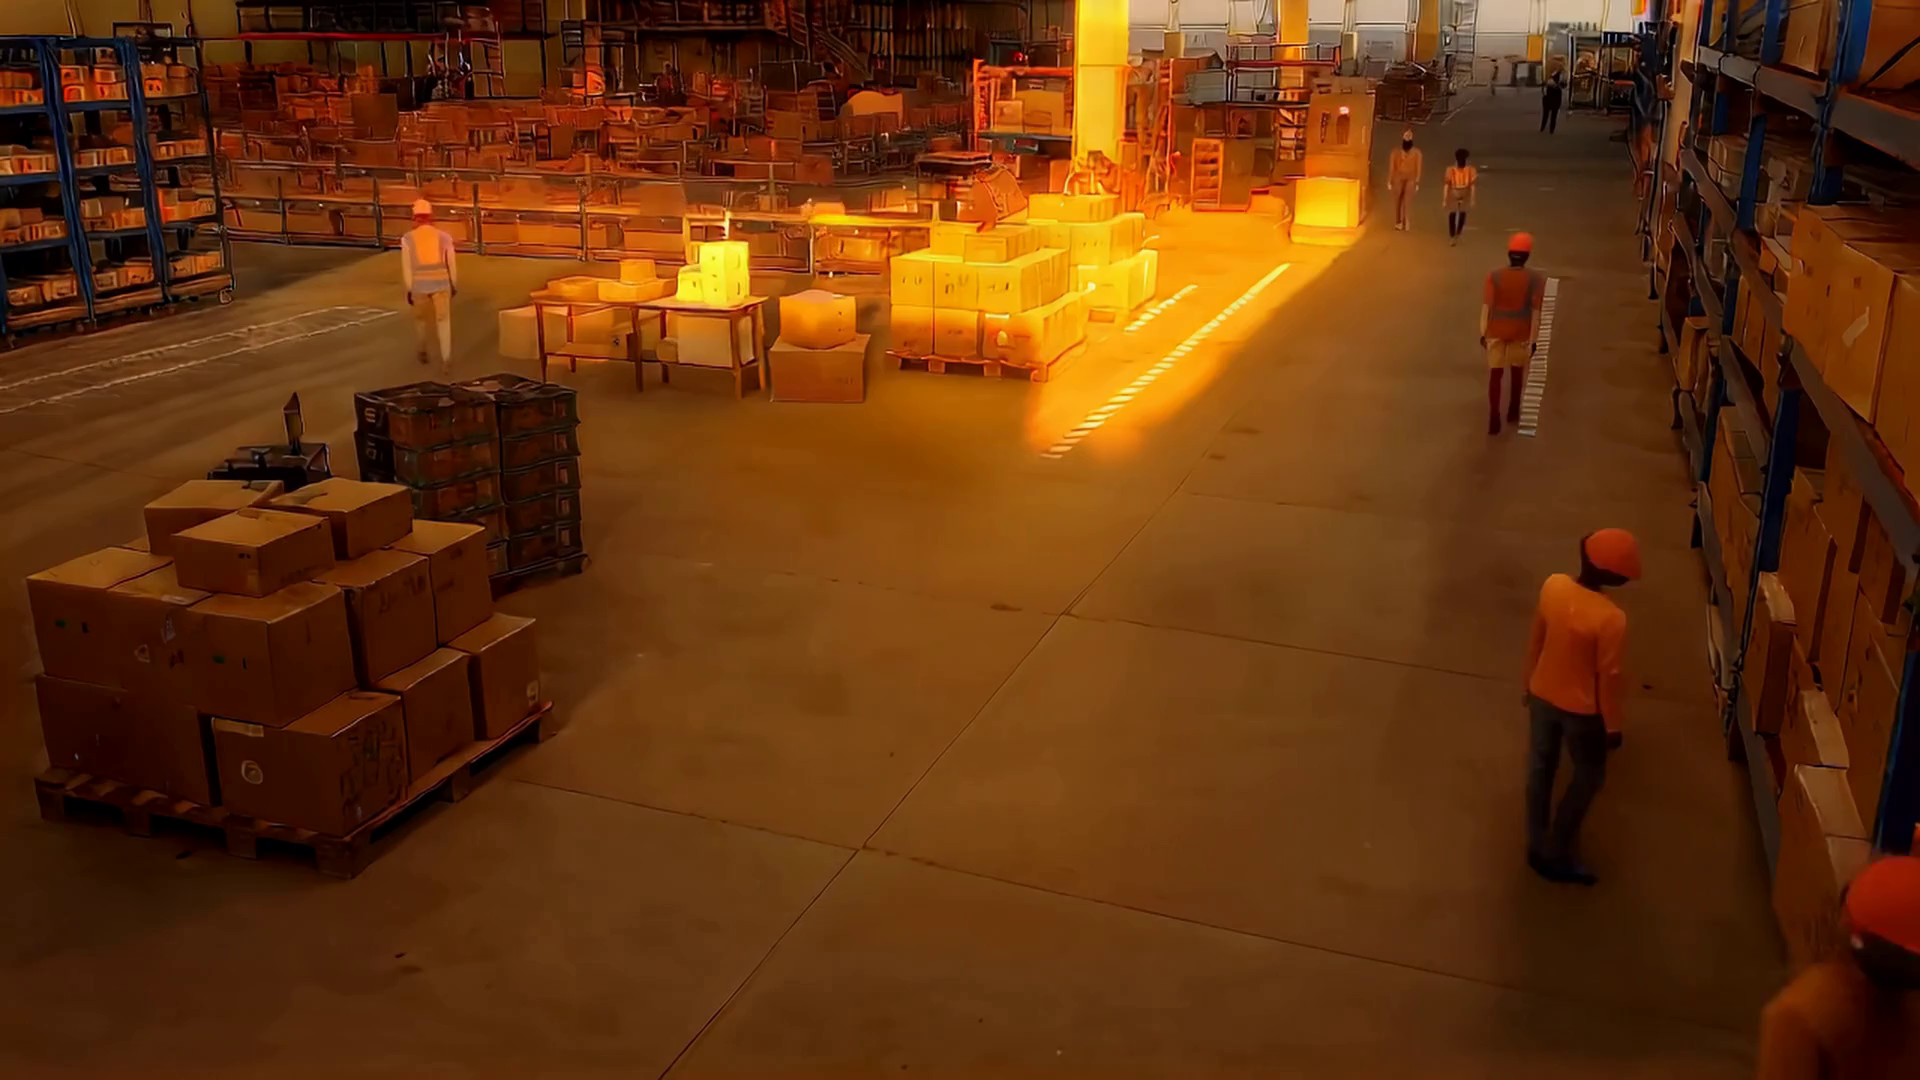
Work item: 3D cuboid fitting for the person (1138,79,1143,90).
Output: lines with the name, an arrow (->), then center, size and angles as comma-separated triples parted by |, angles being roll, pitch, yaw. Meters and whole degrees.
person -> 9.222, -24.032, 85.177 | 0.388, 1.949, 0.602 | 3, 18, 10

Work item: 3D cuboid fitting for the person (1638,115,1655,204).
person -> 14.483, -7.950, 34.736 | 0.485, 1.890, 0.686 | 9, 20, 26

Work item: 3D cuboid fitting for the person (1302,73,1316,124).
person -> 12.437, -15.535, 58.705 | 0.993, 1.823, 0.518 | 1, 18, 4

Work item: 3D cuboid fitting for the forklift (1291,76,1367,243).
forklift -> 6.598, -6.755, 29.381 | 1.129, 2.768, 1.873 | 6, 19, 19

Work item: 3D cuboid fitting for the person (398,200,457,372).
person -> -5.986, -2.878, 18.807 | 0.613, 1.893, 1.023 | -7, 19, -22

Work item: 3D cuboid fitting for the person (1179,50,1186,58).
person -> 12.268, -26.071, 91.681 | 0.955, 1.891, 0.585 | 14, 22, 37

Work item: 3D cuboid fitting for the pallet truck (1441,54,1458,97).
pallet truck -> 22.765, -21.886, 78.355 | 0.823, 1.965, 1.885 | -4, 18, -14

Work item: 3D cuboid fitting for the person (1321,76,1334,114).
person -> 11.495, -13.717, 52.785 | 0.617, 1.951, 1.017 | -14, 22, -37

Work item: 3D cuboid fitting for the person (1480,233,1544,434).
person -> 5.326, -2.023, 16.117 | 0.549, 1.895, 0.949 | 6, 19, 18

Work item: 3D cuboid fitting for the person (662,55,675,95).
person -> -14.164, -22.612, 80.821 | 0.585, 1.882, 0.337 | -5, 18, -14

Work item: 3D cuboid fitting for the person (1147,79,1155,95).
person -> 6.607, -14.997, 57.226 | 0.563, 1.674, 0.541 | -2, 18, -6

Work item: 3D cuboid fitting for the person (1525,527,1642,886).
person -> 2.800, 0.758, 7.650 | 0.331, 1.733, 0.565 | -9, 20, -25

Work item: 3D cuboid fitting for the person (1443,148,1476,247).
person -> 8.629, -5.949, 28.818 | 0.539, 1.672, 0.738 | 3, 18, 8

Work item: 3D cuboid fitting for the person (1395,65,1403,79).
person -> 17.142, -17.594, 65.021 | 0.527, 1.902, 0.623 | 6, 19, 18

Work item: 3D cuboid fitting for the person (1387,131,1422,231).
person -> 8.188, -6.623, 30.718 | 0.597, 1.808, 0.737 | 5, 18, 15

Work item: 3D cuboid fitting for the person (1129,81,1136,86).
person -> 6.893, -18.054, 66.620 | 0.996, 1.816, 0.541 | 6, 19, 17

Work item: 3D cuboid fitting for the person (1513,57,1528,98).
person -> 26.402, -21.739, 78.131 | 0.581, 1.869, 1.042 | -2, 18, -5

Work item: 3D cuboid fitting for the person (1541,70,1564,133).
person -> 19.723, -14.596, 55.380 | 0.683, 2.000, 0.537 | 2, 18, 6

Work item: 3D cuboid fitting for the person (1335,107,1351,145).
person -> 9.662, -10.051, 41.783 | 0.507, 1.614, 0.629 | 9, 20, 26

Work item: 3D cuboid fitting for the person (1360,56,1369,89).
person -> 20.722, -23.912, 85.152 | 0.528, 1.727, 0.499 | -11, 21, -31

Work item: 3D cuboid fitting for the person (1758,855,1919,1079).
person -> 2.271, 1.671, 4.442 | 0.638, 1.945, 1.032 | -7, 19, -20

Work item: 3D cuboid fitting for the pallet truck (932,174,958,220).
pallet truck -> -0.507, -5.292, 27.348 | 0.653, 1.274, 1.630 | 6, 19, 19

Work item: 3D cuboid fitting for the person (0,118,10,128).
person -> -28.472, -12.561, 49.244 | 0.722, 1.879, 0.526 | 3, 18, 10

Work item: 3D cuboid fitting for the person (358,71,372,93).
person -> -19.381, -14.254, 54.301 | 0.395, 2.044, 0.609 | -12, 21, -33

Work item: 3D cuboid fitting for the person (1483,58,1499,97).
person -> 25.063, -21.739, 78.211 | 0.633, 1.815, 0.887 | -11, 21, -30
